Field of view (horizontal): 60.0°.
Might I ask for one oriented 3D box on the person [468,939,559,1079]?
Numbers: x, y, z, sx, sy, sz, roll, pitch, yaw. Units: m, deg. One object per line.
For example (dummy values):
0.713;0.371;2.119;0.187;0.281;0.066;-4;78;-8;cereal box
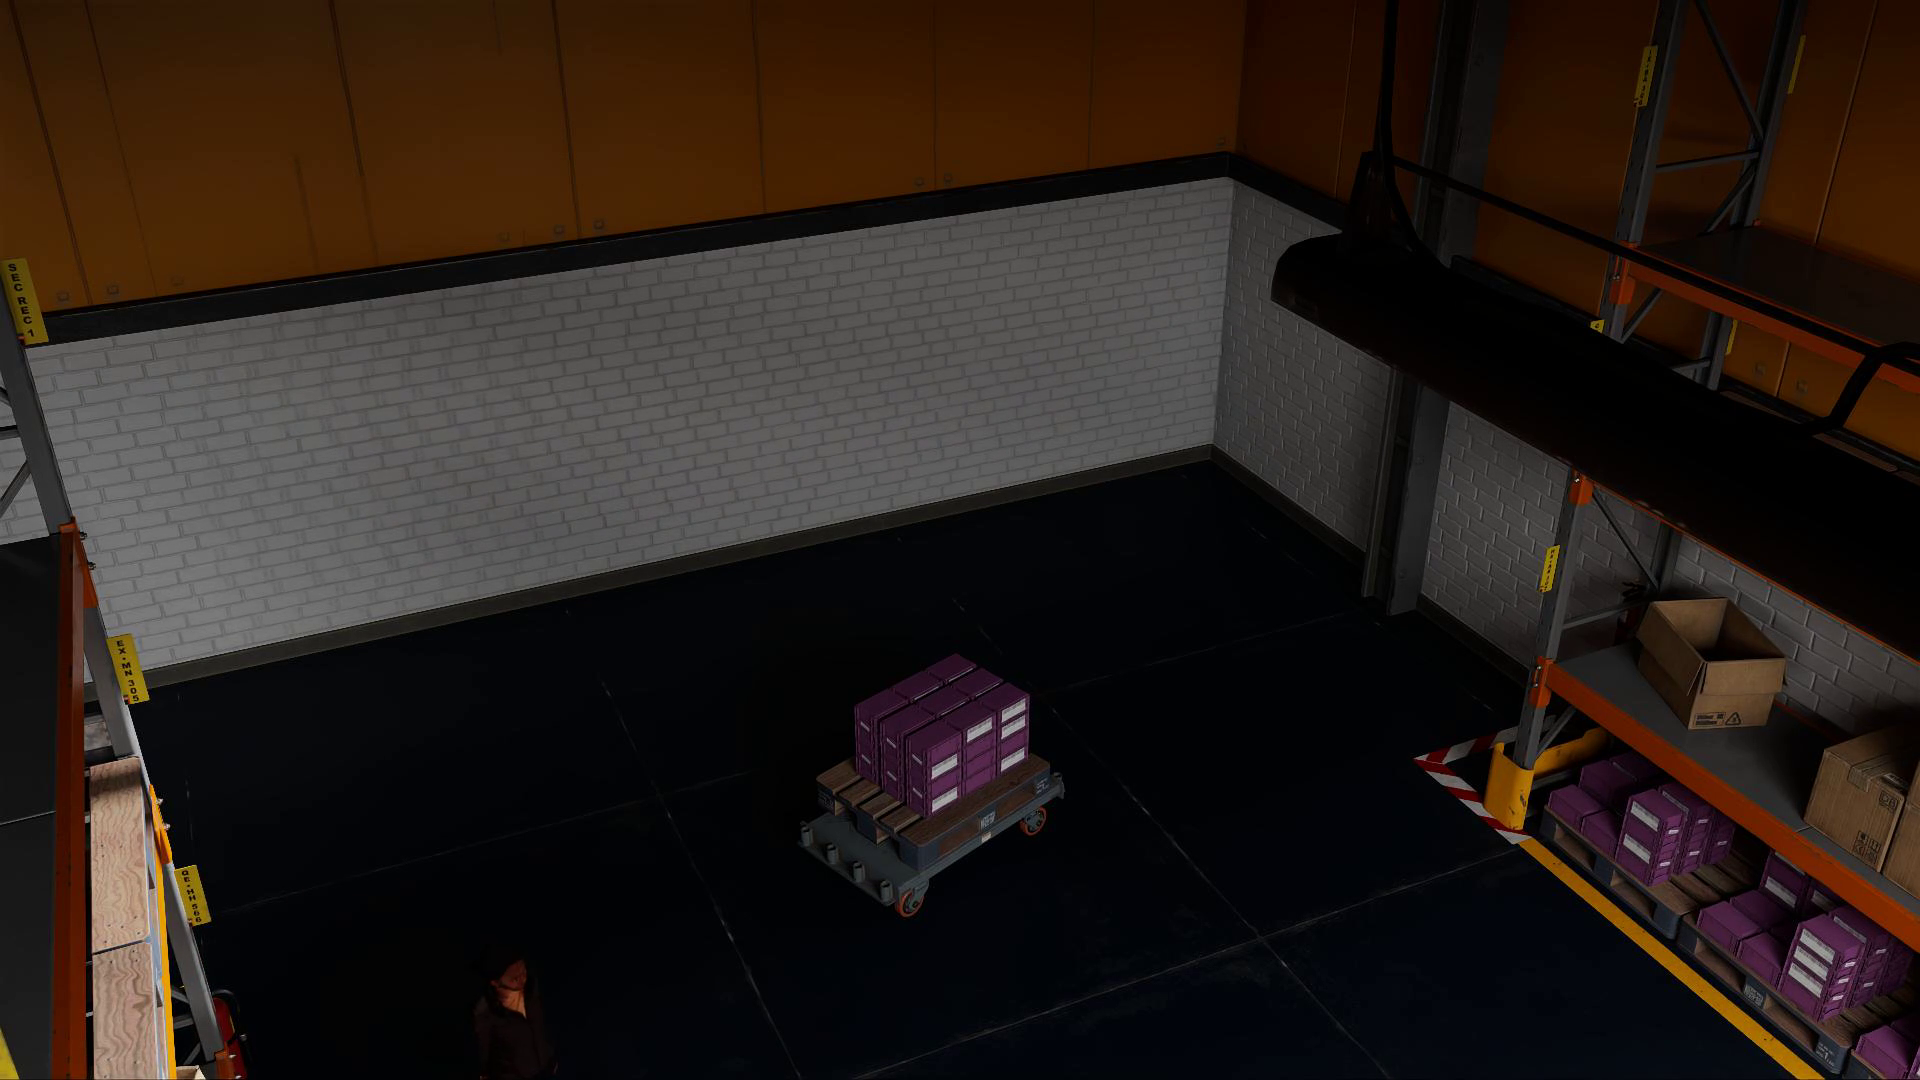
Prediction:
-2.080;2.697;8.267;1.024;1.650;0.850;-14;32;-24;person
